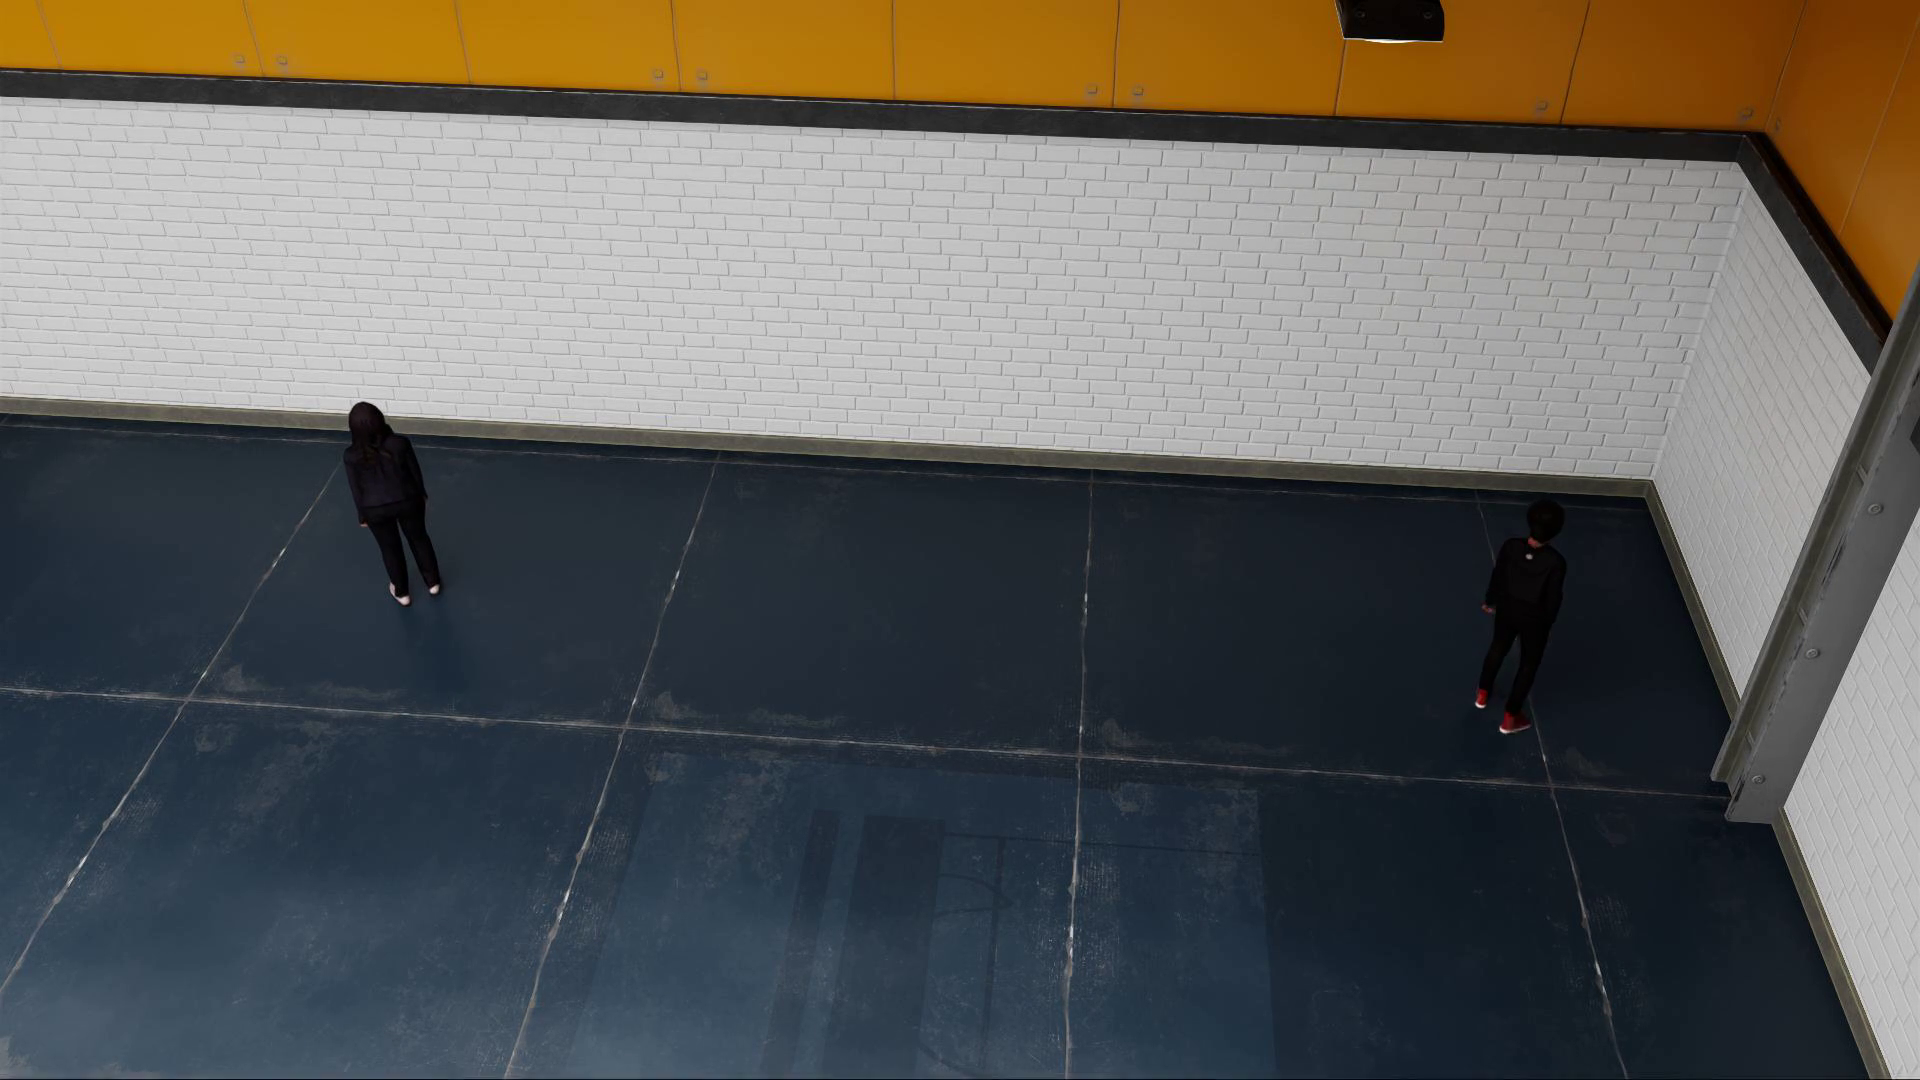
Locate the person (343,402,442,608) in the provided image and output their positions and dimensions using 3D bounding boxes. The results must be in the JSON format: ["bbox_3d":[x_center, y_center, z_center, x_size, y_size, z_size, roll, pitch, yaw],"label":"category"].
[{"bbox_3d":[-3.948,-0.246,11.554,0.773,1.613,0.810,-20,43,-23],"label":"person"}]

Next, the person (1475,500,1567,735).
[{"bbox_3d":[3.581,0.477,10.611,0.830,1.660,0.870,29,47,32],"label":"person"}]
